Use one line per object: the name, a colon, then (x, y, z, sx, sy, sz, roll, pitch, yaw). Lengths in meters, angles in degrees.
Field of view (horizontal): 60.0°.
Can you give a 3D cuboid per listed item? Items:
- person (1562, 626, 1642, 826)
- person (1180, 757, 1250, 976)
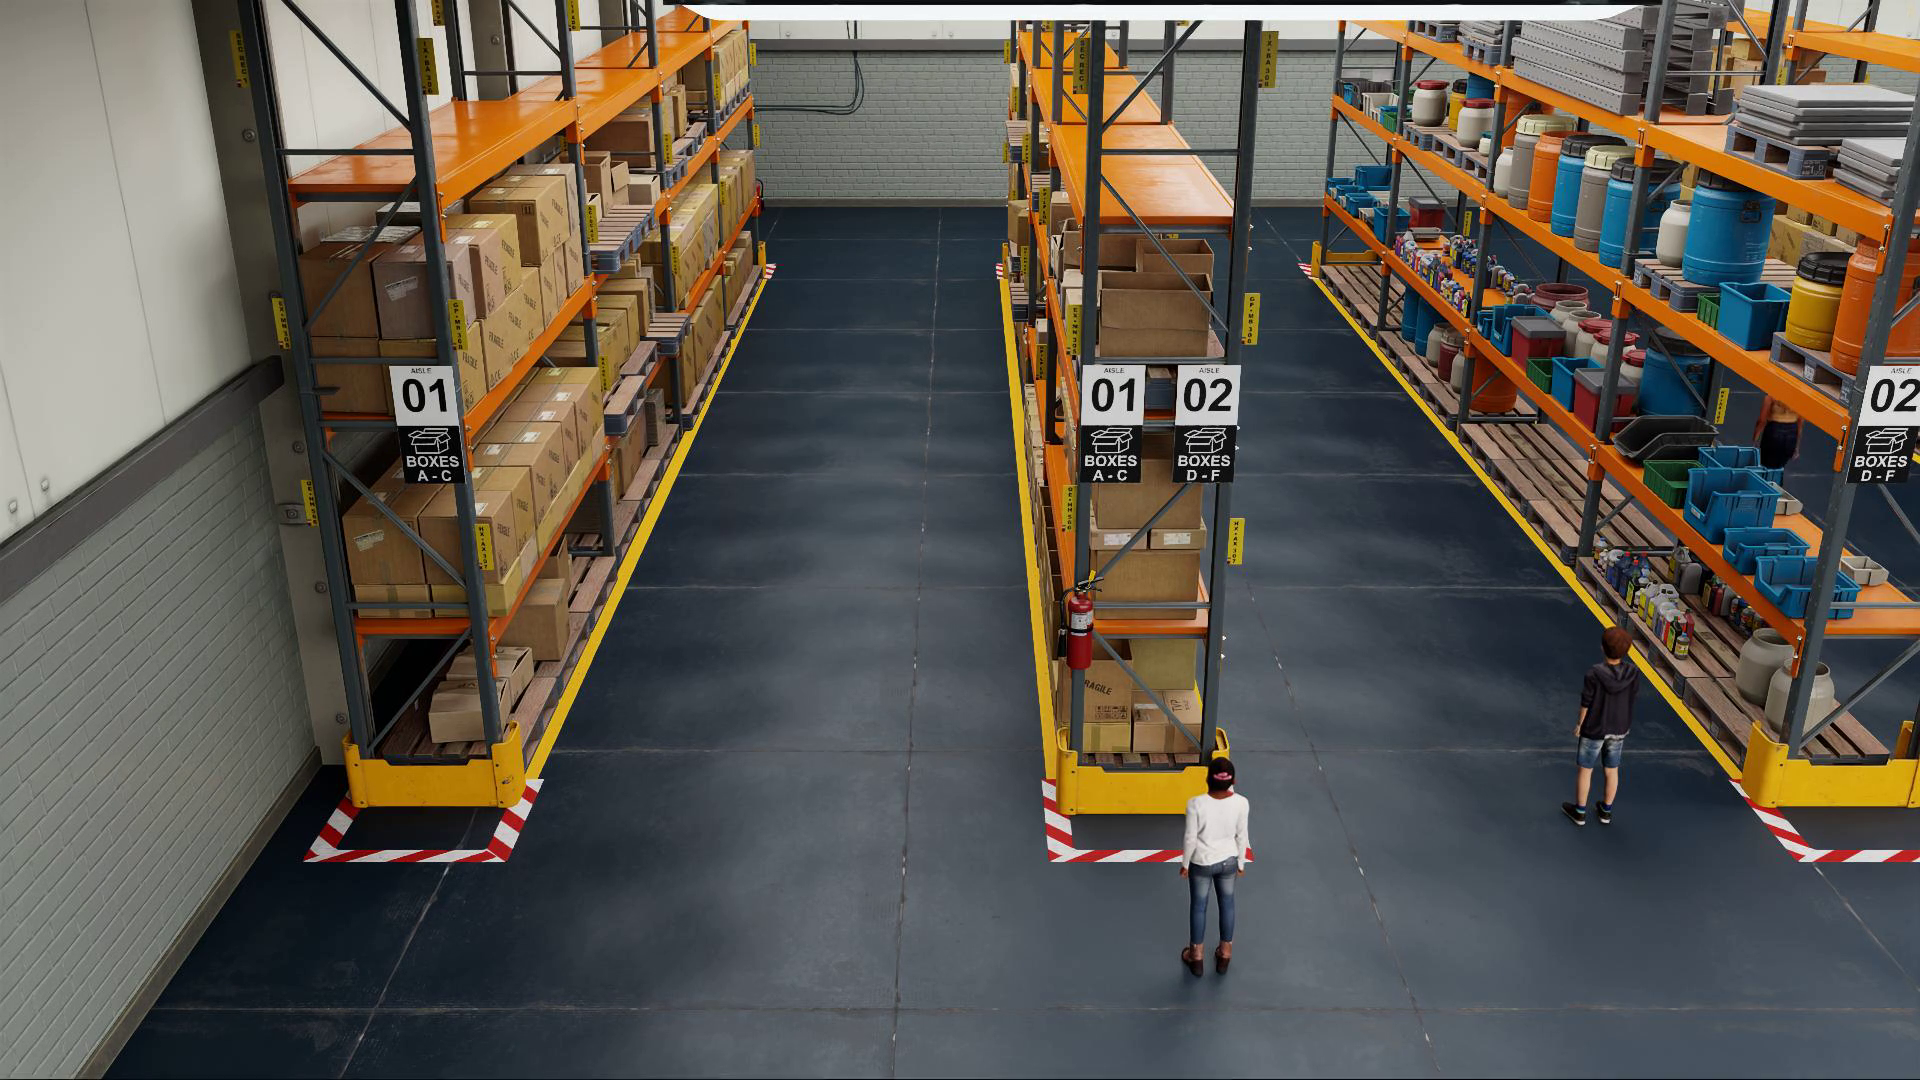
person: (4.344, 1.248, 11.230, 0.530, 1.447, 0.516, -1, 22, -2)
person: (1.478, 1.874, 9.695, 0.539, 1.450, 0.501, -2, 22, -4)
